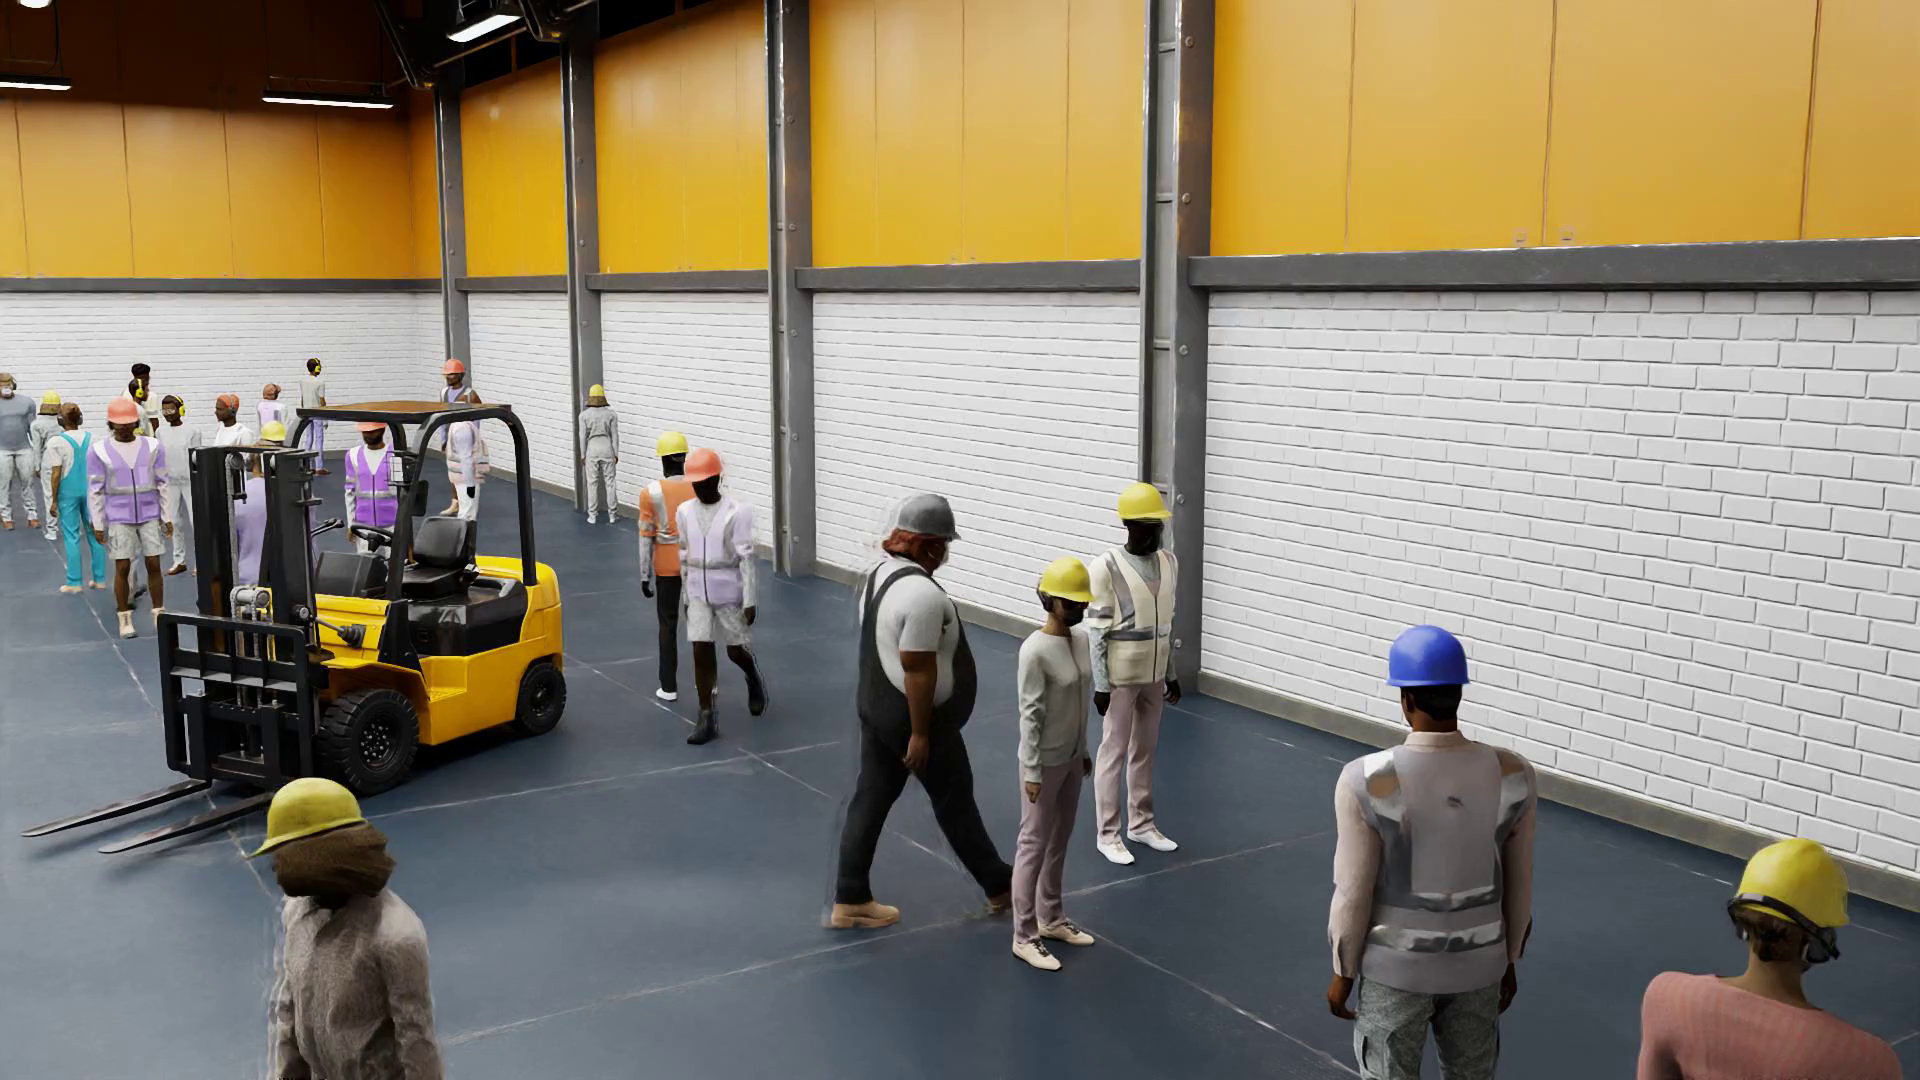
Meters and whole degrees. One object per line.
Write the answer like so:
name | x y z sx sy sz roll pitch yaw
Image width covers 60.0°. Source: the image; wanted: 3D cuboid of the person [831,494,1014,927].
person | -0.139 0.745 7.582 1.038 2.000 0.695 -4 9 -24

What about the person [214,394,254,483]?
person | -7.243 -0.512 16.585 0.573 1.883 0.353 6 11 37

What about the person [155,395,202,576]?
person | -7.941 -0.555 16.961 0.510 1.861 0.324 1 8 4

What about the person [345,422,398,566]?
person | -4.922 -0.167 14.085 0.550 1.933 0.374 -1 8 -4

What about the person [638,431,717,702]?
person | -1.992 0.186 11.786 0.596 1.917 0.398 -4 9 -27

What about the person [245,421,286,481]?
person | -6.009 -0.170 14.671 0.331 1.767 0.527 7 11 40

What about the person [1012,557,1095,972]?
person | 0.431 0.944 7.166 0.326 1.765 0.530 5 10 31

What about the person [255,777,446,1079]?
person | -1.465 1.422 4.104 0.520 1.715 0.351 5 10 32

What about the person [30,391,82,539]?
person | -10.602 -0.877 19.516 0.485 1.744 0.294 -6 10 -35

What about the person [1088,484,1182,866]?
person | 0.903 0.670 8.471 0.588 1.927 0.371 -7 11 -40

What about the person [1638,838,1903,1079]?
person | 1.713 1.488 3.549 0.367 1.756 0.540 -8 11 -43

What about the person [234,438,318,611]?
person | -4.580 0.292 11.034 0.632 1.930 0.384 -6 10 -33

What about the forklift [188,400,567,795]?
forklift | -3.529 0.258 10.348 1.214 2.155 2.313 4 9 25

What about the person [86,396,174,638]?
person | -6.920 -0.186 13.908 0.613 2.029 0.409 -7 11 -38

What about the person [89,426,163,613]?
person | -7.534 -0.252 15.143 0.589 1.784 0.884 0 8 0

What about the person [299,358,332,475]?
person | -10.237 -1.952 26.387 0.502 1.861 0.328 3 9 21

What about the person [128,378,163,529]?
person | -9.929 -1.024 20.136 0.533 1.854 0.329 8 11 42

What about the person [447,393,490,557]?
person | -5.171 -0.628 17.530 0.429 1.837 0.633 -3 9 -19

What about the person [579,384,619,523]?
person | -4.523 -1.079 20.877 0.484 1.744 0.295 -2 9 -14

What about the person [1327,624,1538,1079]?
person | 1.346 1.207 4.800 0.602 1.943 0.394 -1 9 -9

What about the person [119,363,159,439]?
person | -10.981 -1.400 22.335 0.599 1.958 0.375 3 9 18

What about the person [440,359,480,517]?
person | -6.435 -1.297 21.332 0.609 2.044 0.393 4 10 28

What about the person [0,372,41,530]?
person | -11.554 -1.077 20.259 0.635 1.928 0.382 -7 11 -41

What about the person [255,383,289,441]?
person | -9.527 -1.348 23.062 0.521 1.634 0.313 2 9 14

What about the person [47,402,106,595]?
person | -8.471 -0.399 15.950 0.332 1.844 0.518 6 10 33

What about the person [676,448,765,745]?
person | -1.553 0.329 10.843 0.566 1.908 0.808 3 9 17
